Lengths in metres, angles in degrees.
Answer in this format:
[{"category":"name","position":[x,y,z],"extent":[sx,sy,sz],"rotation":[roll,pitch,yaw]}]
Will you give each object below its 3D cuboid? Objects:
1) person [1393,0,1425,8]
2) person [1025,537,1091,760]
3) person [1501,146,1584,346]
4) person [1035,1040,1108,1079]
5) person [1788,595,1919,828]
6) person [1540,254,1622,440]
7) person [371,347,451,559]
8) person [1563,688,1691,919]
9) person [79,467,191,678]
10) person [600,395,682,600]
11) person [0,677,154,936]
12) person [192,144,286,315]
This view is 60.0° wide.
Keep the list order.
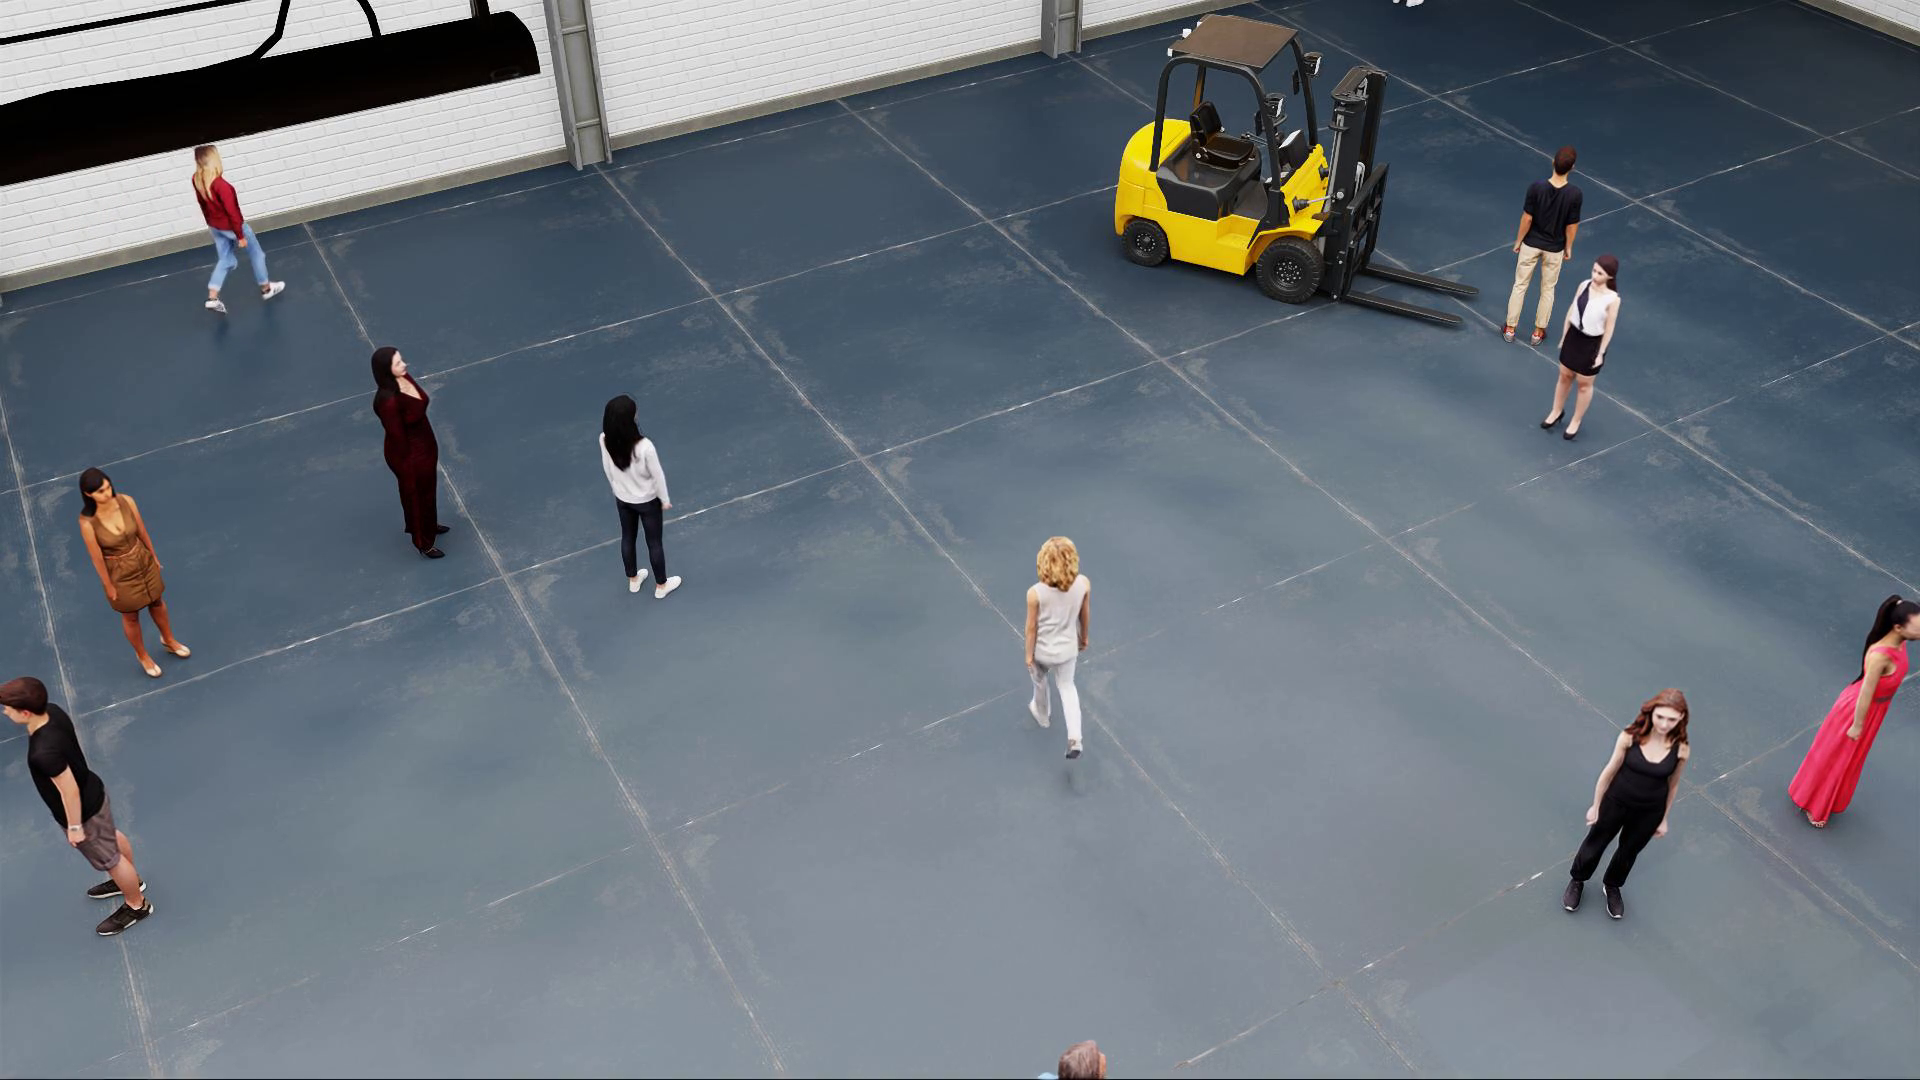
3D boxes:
[{"category":"person","position":[5.726,-7.623,20.890],"extent":[0.593,1.775,0.634],"rotation":[-31,48,-33]},{"category":"person","position":[0.620,0.715,10.552],"extent":[0.956,1.647,0.806],"rotation":[-11,40,-13]},{"category":"person","position":[5.081,-2.555,14.476],"extent":[0.698,1.859,0.746],"rotation":[11,40,14]},{"category":"person","position":[0.517,2.902,7.676],"extent":[0.724,1.819,0.676],"rotation":[30,47,32]},{"category":"person","position":[5.459,1.036,10.085],"extent":[0.740,1.727,0.606],"rotation":[30,47,32]},{"category":"person","position":[5.034,-1.559,13.399],"extent":[0.543,1.647,0.579],"rotation":[-26,45,-29]},{"category":"person","position":[-4.037,-0.658,12.182],"extent":[0.739,1.758,0.748],"rotation":[-4,39,-5]},{"category":"person","position":[3.842,1.492,9.500],"extent":[0.650,1.746,0.716],"rotation":[8,39,10]},{"category":"person","position":[-5.579,0.206,11.157],"extent":[0.697,1.687,0.600],"rotation":[19,43,23]},{"category":"person","position":[-2.295,-0.310,11.792],"extent":[0.712,1.701,0.756],"rotation":[13,40,16]},{"category":"person","position":[-4.996,1.476,9.427],"extent":[0.588,1.861,0.674],"rotation":[-17,42,-20]},{"category":"person","position":[-6.626,-2.772,14.950],"extent":[0.968,1.606,1.120],"rotation":[15,41,18]}]
